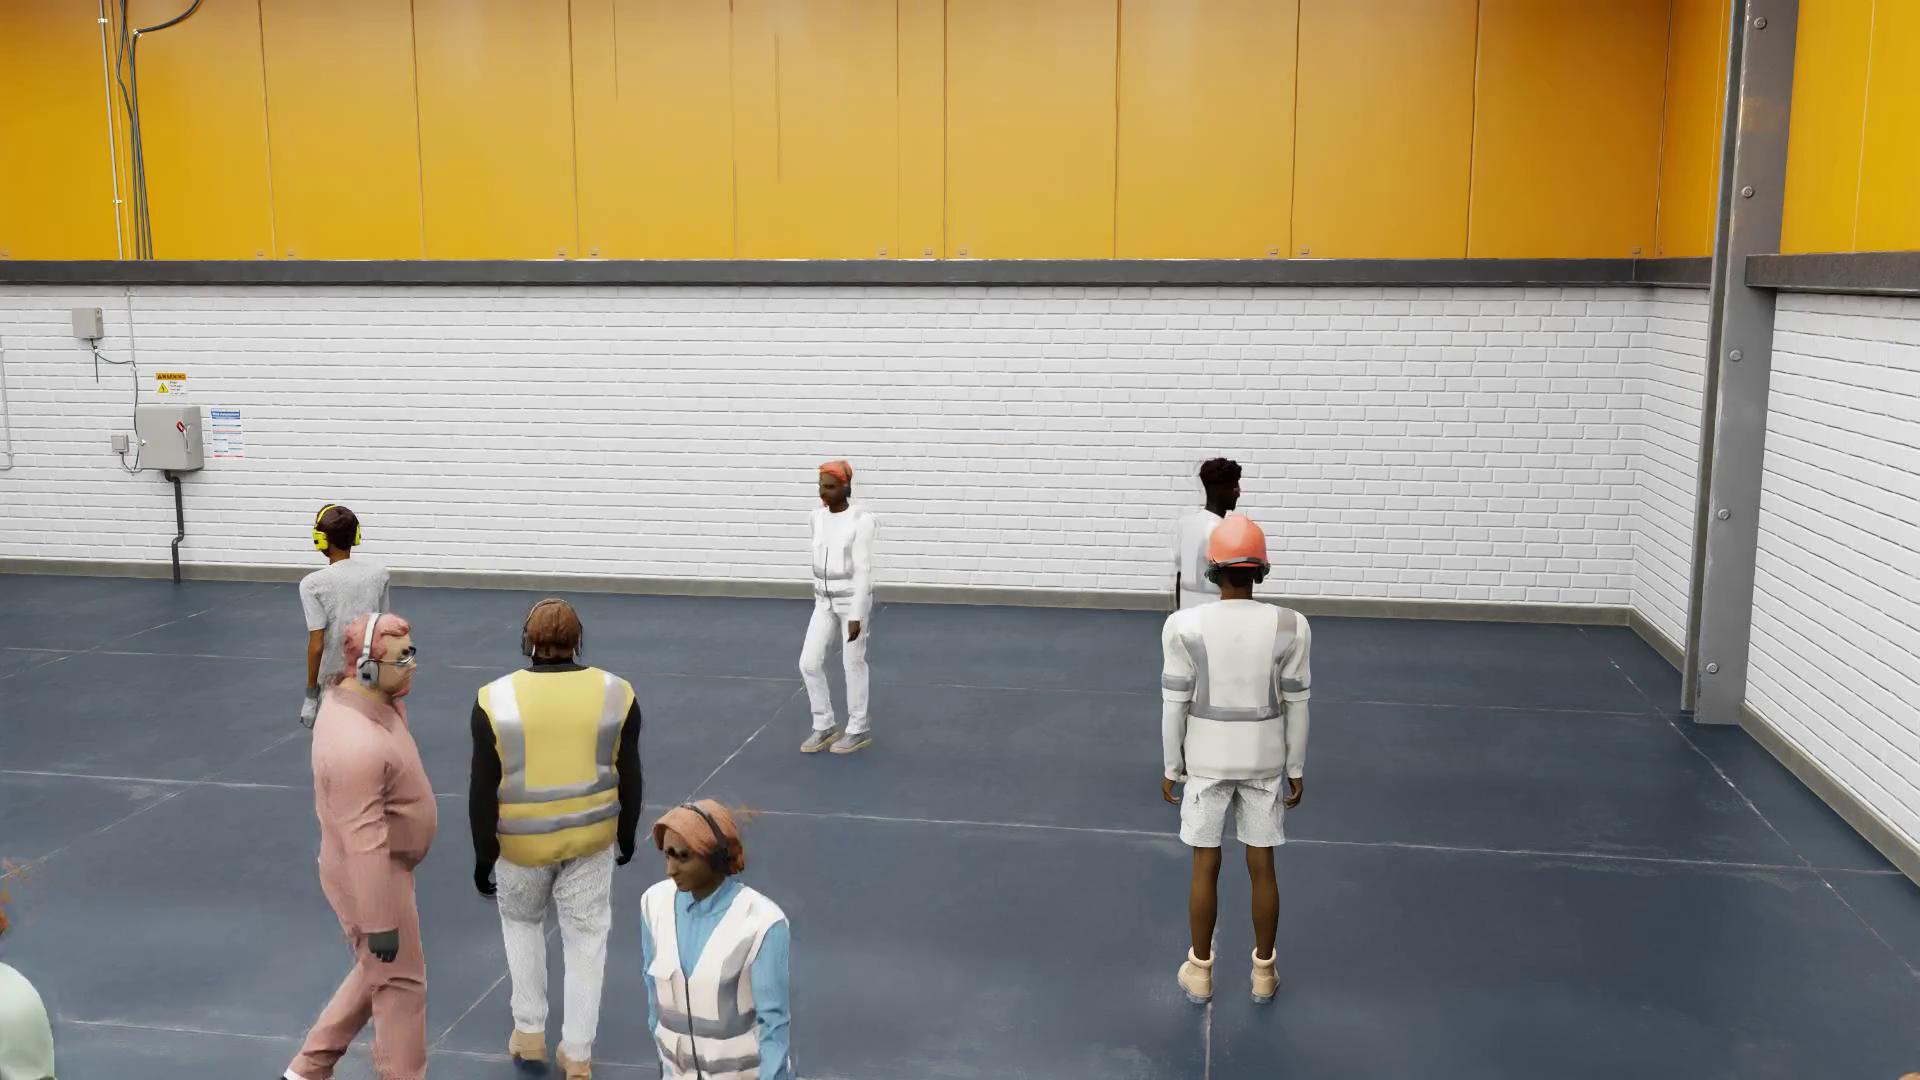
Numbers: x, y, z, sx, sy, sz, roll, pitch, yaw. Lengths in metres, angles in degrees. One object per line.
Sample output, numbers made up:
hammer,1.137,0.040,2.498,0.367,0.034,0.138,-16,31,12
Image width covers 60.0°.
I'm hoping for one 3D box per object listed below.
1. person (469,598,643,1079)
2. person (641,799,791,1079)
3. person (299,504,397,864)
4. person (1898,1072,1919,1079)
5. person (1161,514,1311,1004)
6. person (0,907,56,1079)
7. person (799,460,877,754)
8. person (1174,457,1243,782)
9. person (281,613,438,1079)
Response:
person,-1.529,1.112,6.304,0.654,1.819,0.607,-4,10,-23
person,-0.698,1.507,4.541,0.534,1.593,0.834,5,10,27
person,-3.103,0.746,8.441,0.309,1.864,0.535,7,11,35
person,1.742,1.727,3.174,0.510,1.612,0.506,6,11,33
person,1.127,0.909,6.873,0.607,2.048,0.367,0,9,2
person,-2.448,1.576,4.092,0.507,1.622,0.343,5,10,26
person,-0.780,0.434,10.353,0.580,1.861,0.578,7,12,37
person,1.558,0.476,9.854,0.600,1.946,0.611,-2,9,-11
person,-2.029,1.170,5.745,0.609,1.890,0.699,-3,10,-19
